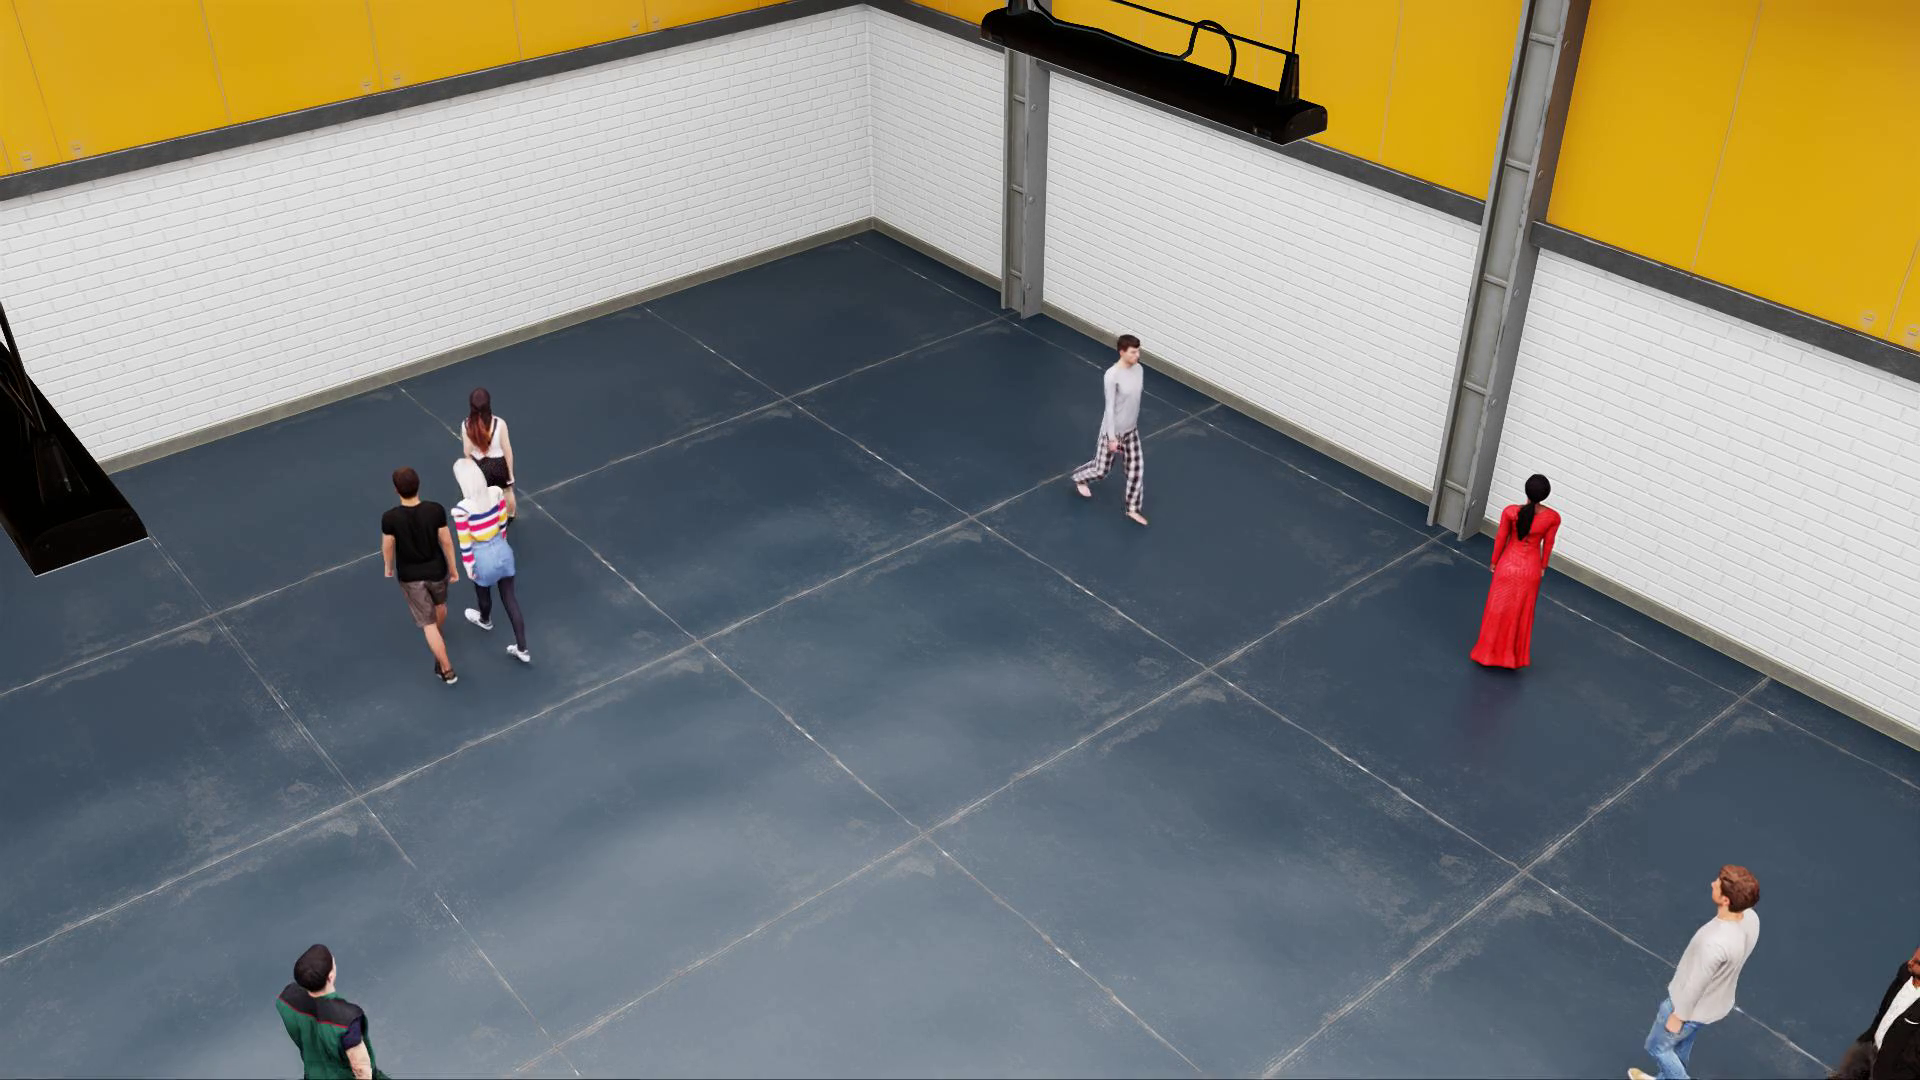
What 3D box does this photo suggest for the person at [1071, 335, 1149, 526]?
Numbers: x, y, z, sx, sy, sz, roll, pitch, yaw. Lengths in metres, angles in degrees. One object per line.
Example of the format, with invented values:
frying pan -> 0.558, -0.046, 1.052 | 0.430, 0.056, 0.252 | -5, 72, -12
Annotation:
person -> 1.378, -1.043, 15.131 | 0.645, 1.813, 1.111 | -22, 40, -30

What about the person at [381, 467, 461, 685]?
person -> -4.204, 0.320, 13.079 | 0.793, 1.817, 1.192 | -19, 38, -26

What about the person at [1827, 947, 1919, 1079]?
person -> 5.249, 2.902, 9.218 | 0.875, 1.790, 0.813 | 3, 34, 4

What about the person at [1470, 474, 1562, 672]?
person -> 4.419, 0.261, 13.195 | 0.751, 1.785, 0.817 | 5, 34, 7

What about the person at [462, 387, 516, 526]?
person -> -4.088, -0.519, 14.526 | 0.822, 1.612, 1.103 | -10, 35, -14

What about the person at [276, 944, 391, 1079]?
person -> -3.411, 2.992, 9.016 | 1.115, 1.864, 1.087 | 9, 35, 13

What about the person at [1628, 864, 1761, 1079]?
person -> 4.285, 2.659, 9.492 | 0.684, 1.891, 0.763 | -26, 42, -34

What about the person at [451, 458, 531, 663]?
person -> -3.692, 0.202, 13.316 | 1.105, 1.750, 0.734 | 26, 41, 33
